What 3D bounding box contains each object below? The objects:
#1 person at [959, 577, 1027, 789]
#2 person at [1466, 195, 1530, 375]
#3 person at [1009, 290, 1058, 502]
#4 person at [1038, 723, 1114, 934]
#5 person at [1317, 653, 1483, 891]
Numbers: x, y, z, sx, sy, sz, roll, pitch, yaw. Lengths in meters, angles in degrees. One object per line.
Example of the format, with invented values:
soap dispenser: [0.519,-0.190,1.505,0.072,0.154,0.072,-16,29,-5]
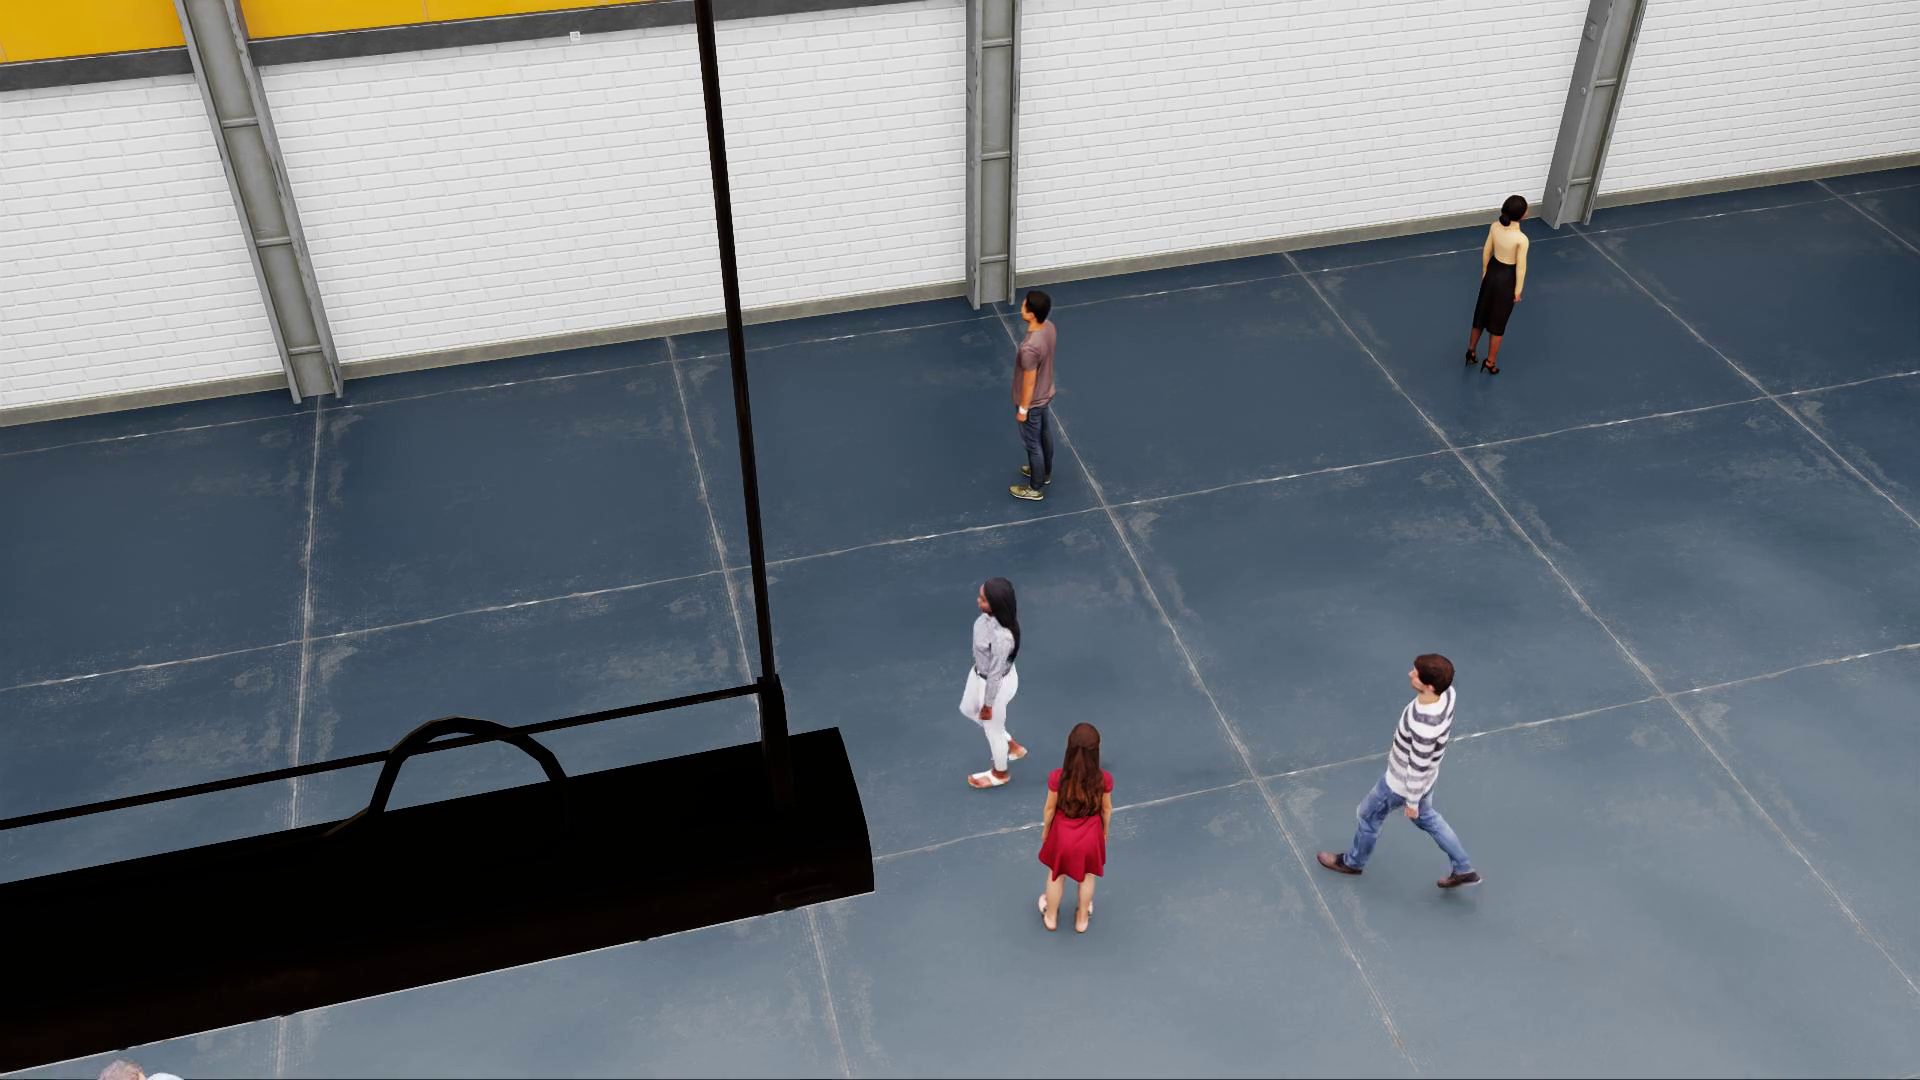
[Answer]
person: [0.296,0.880,10.212,0.704,1.716,0.660,-2,39,-2]
person: [4.560,-2.159,14.067,0.640,1.653,0.636,-24,45,-27]
person: [0.579,-1.103,12.646,0.744,1.778,0.714,14,41,17]
person: [0.650,1.647,9.384,0.596,1.551,0.666,-2,39,-3]
person: [2.678,1.374,9.515,1.209,1.814,1.154,20,43,24]
